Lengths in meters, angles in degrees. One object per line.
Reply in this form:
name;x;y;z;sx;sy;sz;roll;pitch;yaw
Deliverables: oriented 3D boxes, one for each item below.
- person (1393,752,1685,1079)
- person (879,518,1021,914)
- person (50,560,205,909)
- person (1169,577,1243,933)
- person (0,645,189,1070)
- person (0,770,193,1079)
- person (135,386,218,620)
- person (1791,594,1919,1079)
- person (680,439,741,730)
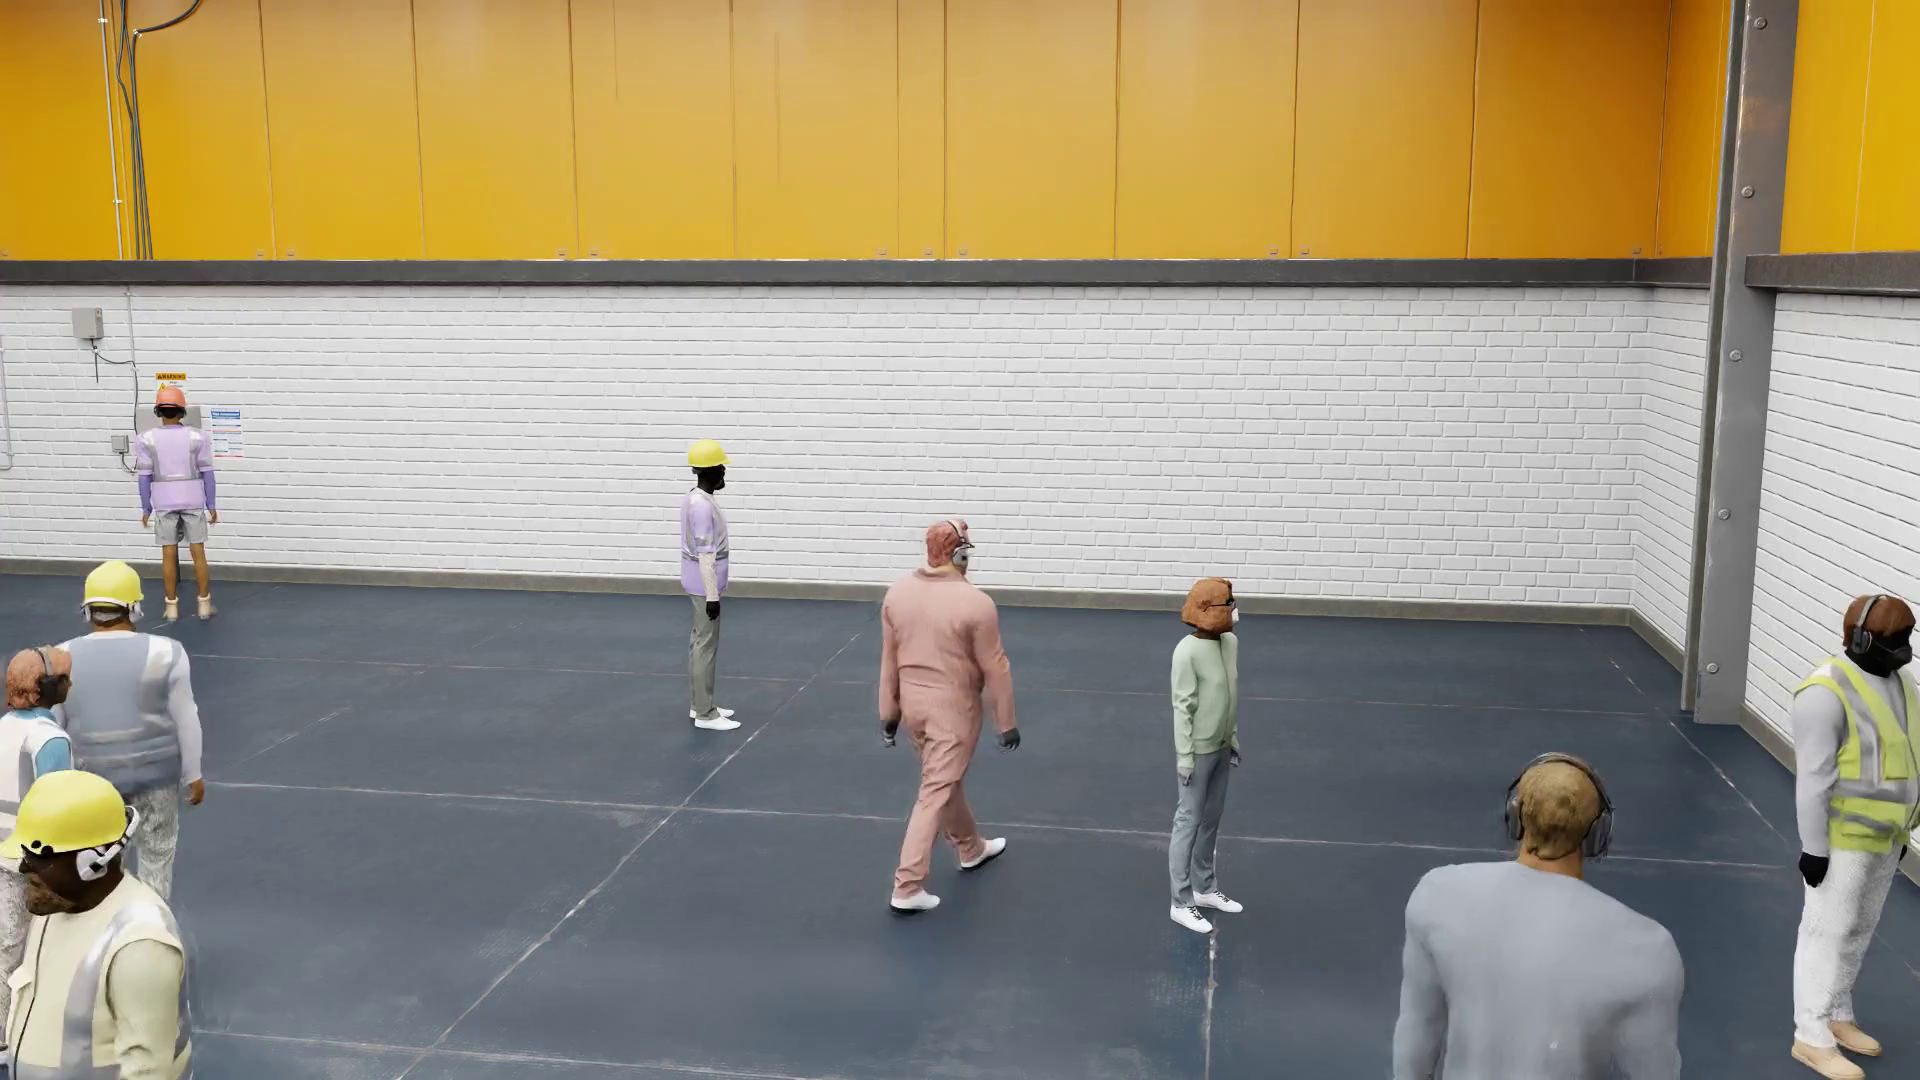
person;1.369;1.439;3.966;0.656;1.926;0.437;7;12;38
person;-0.044;0.820;8.034;0.671;1.853;1.013;8;12;40
person;-3.543;0.992;7.067;0.597;1.817;0.495;-2;9;-11
person;1.150;0.976;7.719;0.278;1.635;0.506;7;12;37
person;-3.446;1.196;6.438;0.538;1.599;0.801;7;12;38
person;-2.157;1.456;4.181;0.617;1.821;0.426;8;12;40
person;-6.782;-0.305;14.431;0.613;2.041;0.503;-4;10;-23
person;3.407;1.103;6.313;0.633;1.842;0.429;-6;11;-32
person;-1.671;0.292;11.038;0.355;1.930;0.589;-2;9;-14
